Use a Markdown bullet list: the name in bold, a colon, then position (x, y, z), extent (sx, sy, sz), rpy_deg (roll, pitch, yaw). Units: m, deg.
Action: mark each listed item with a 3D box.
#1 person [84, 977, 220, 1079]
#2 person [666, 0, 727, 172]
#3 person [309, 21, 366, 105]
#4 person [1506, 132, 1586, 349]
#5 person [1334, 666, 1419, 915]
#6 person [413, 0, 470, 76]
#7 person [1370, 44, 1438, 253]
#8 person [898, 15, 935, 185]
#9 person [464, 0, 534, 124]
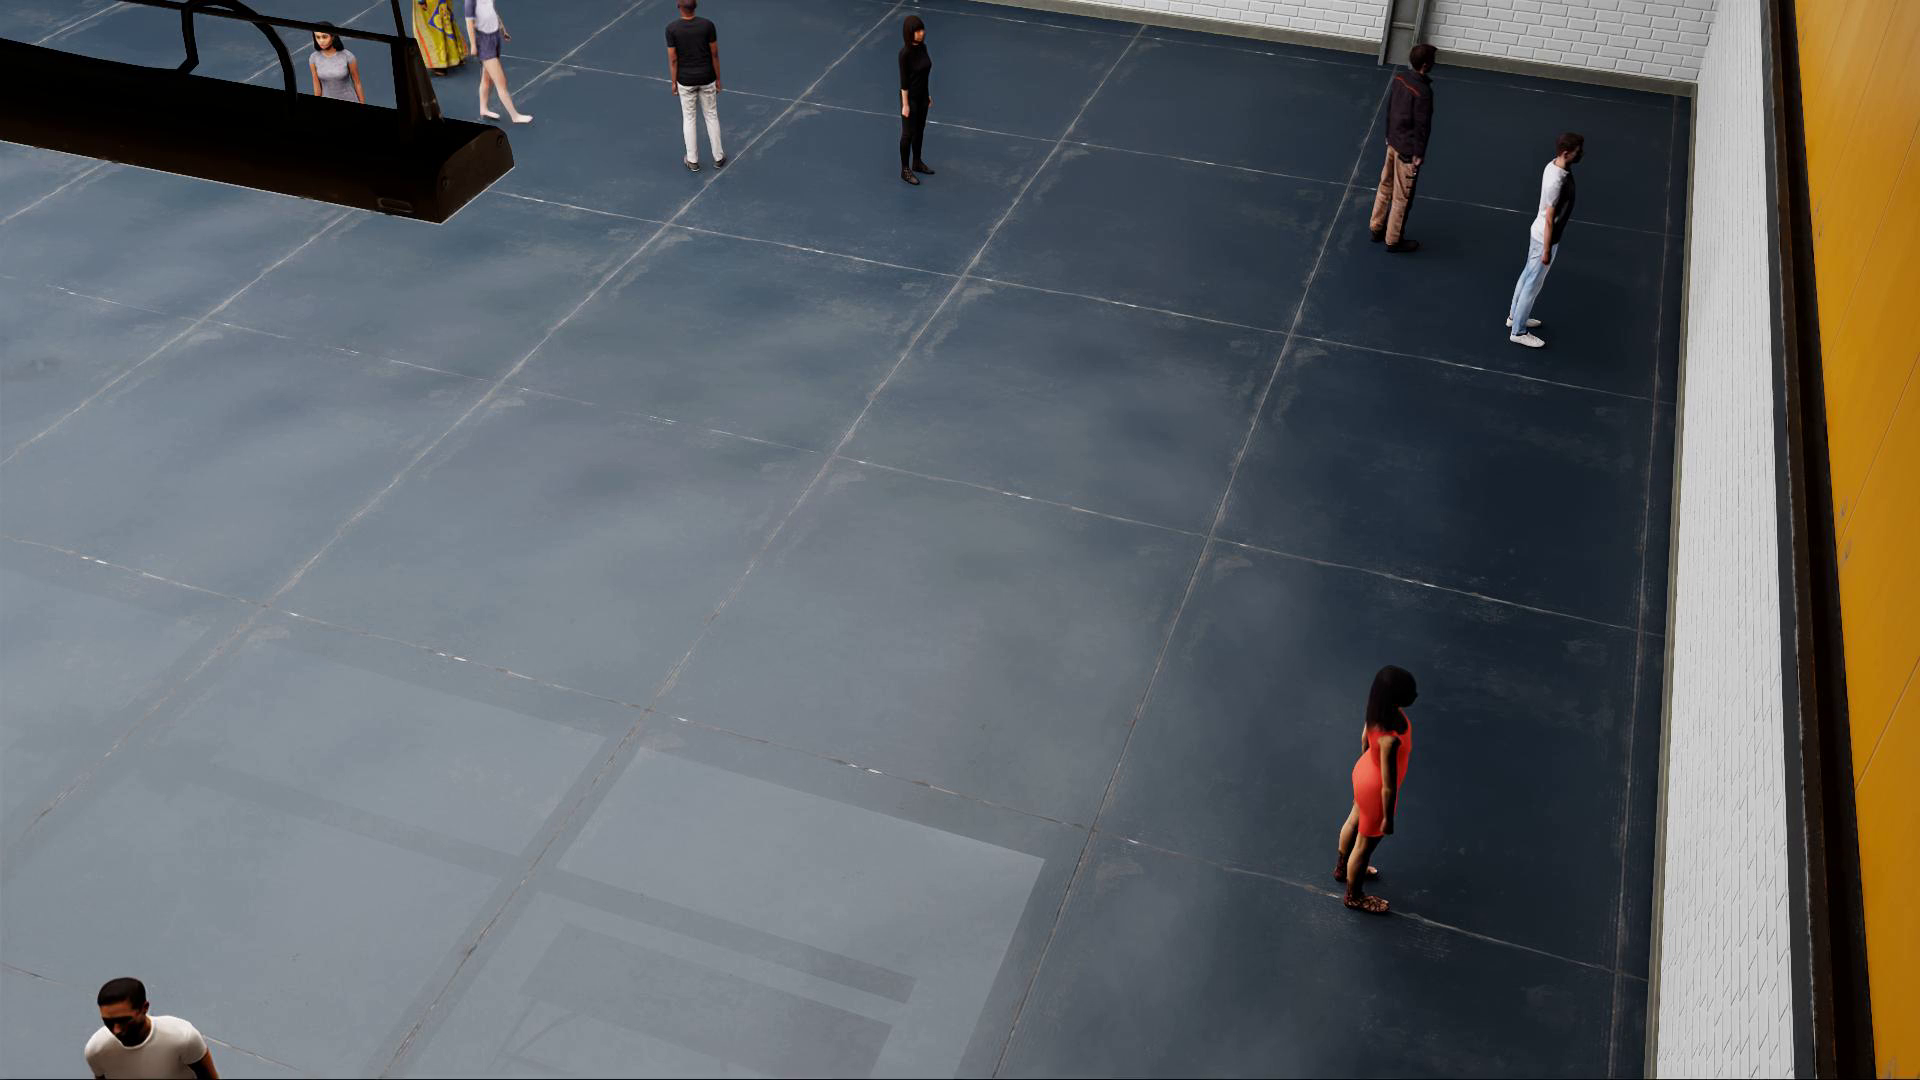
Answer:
- **person**: position (-3.529, 2.568, 7.473), extent (0.664, 1.805, 0.775), rpy_deg (-8, 39, -10)
- **person**: position (-2.591, -4.507, 16.331), extent (0.730, 1.805, 0.819), rpy_deg (-10, 40, -12)
- **person**: position (-5.841, -4.049, 15.778), extent (0.631, 1.781, 0.737), rpy_deg (-6, 39, -8)
- **person**: position (4.851, -2.515, 13.800), extent (0.563, 1.851, 0.671), rpy_deg (9, 39, 11)
- **person**: position (2.263, 1.348, 9.069), extent (0.644, 1.719, 0.656), rpy_deg (-1, 39, -1)
- **person**: position (-5.808, -6.002, 18.320), extent (0.829, 1.660, 0.897), rpy_deg (19, 42, 22)
- **person**: position (4.024, -3.553, 15.042), extent (0.826, 1.924, 0.786), rpy_deg (-13, 41, -16)
- **person**: position (-0.454, -4.317, 16.224), extent (0.577, 1.642, 0.627), rpy_deg (23, 44, 26)
- **person**: position (-4.984, -5.124, 17.249), extent (0.914, 1.625, 0.663), rpy_deg (8, 39, 9)
